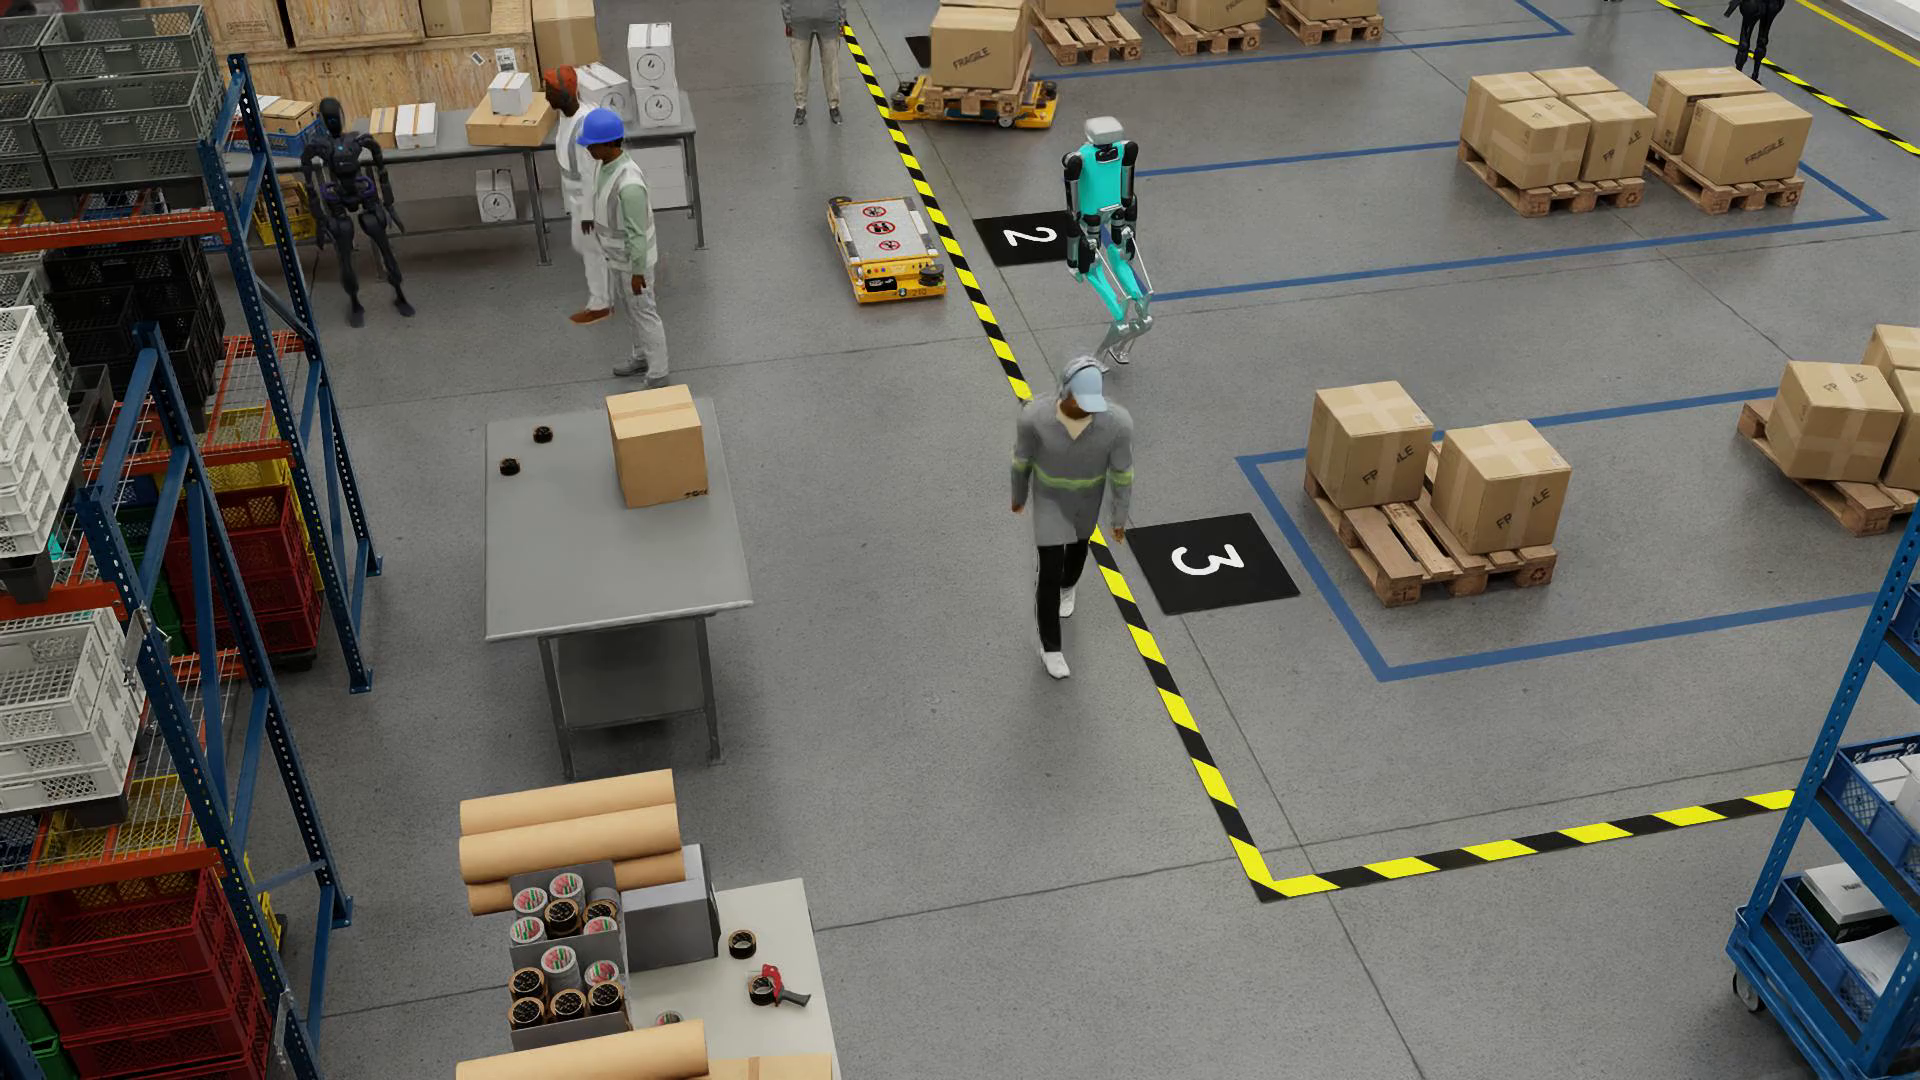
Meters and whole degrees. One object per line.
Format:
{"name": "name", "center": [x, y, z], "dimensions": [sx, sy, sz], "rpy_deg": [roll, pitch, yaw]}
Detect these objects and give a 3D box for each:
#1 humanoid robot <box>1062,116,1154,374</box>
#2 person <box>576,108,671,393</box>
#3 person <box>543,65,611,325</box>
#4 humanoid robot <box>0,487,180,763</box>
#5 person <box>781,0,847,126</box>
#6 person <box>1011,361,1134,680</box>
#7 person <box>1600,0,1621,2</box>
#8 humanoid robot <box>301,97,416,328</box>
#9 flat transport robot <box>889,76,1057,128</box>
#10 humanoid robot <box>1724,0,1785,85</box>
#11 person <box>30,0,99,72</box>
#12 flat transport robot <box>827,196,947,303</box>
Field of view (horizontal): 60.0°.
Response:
{"name": "humanoid robot", "center": [1.009, -1.818, 10.654], "dimensions": [0.533, 1.677, 0.735], "rpy_deg": [-19, 41, -23]}
{"name": "person", "center": [-2.135, -1.826, 10.611], "dimensions": [0.415, 1.939, 0.606], "rpy_deg": [-17, 40, -21]}
{"name": "person", "center": [-2.491, -2.370, 11.411], "dimensions": [0.588, 1.868, 0.574], "rpy_deg": [-17, 40, -22]}
{"name": "humanoid robot", "center": [-4.009, 0.364, 7.722], "dimensions": [0.735, 1.677, 0.533], "rpy_deg": [7, 37, 9]}
{"name": "person", "center": [-1.246, -4.449, 14.275], "dimensions": [0.563, 1.769, 0.396], "rpy_deg": [-4, 37, -5]}
{"name": "person", "center": [0.561, -0.180, 8.509], "dimensions": [0.613, 1.797, 0.964], "rpy_deg": [0, 37, 0]}
{"name": "person", "center": [6.793, -6.341, 16.735], "dimensions": [0.614, 1.867, 0.537], "rpy_deg": [11, 38, 15]}
{"name": "humanoid robot", "center": [-4.144, -2.243, 11.383], "dimensions": [0.588, 1.642, 0.322], "rpy_deg": [-17, 40, -22]}
{"name": "flat transport robot", "center": [0.125, -3.921, 14.800], "dimensions": [1.431, 0.197, 0.652], "rpy_deg": [5, 37, 6]}
{"name": "humanoid robot", "center": [7.197, -4.894, 14.937], "dimensions": [0.599, 1.659, 0.315], "rpy_deg": [-15, 39, -19]}
{"name": "person", "center": [-7.820, -4.576, 14.447], "dimensions": [0.521, 1.786, 0.738], "rpy_deg": [-27, 44, -31]}
{"name": "flat transport robot", "center": [-0.570, -2.220, 12.538], "dimensions": [0.659, 0.231, 1.431], "rpy_deg": [-8, 37, -10]}
